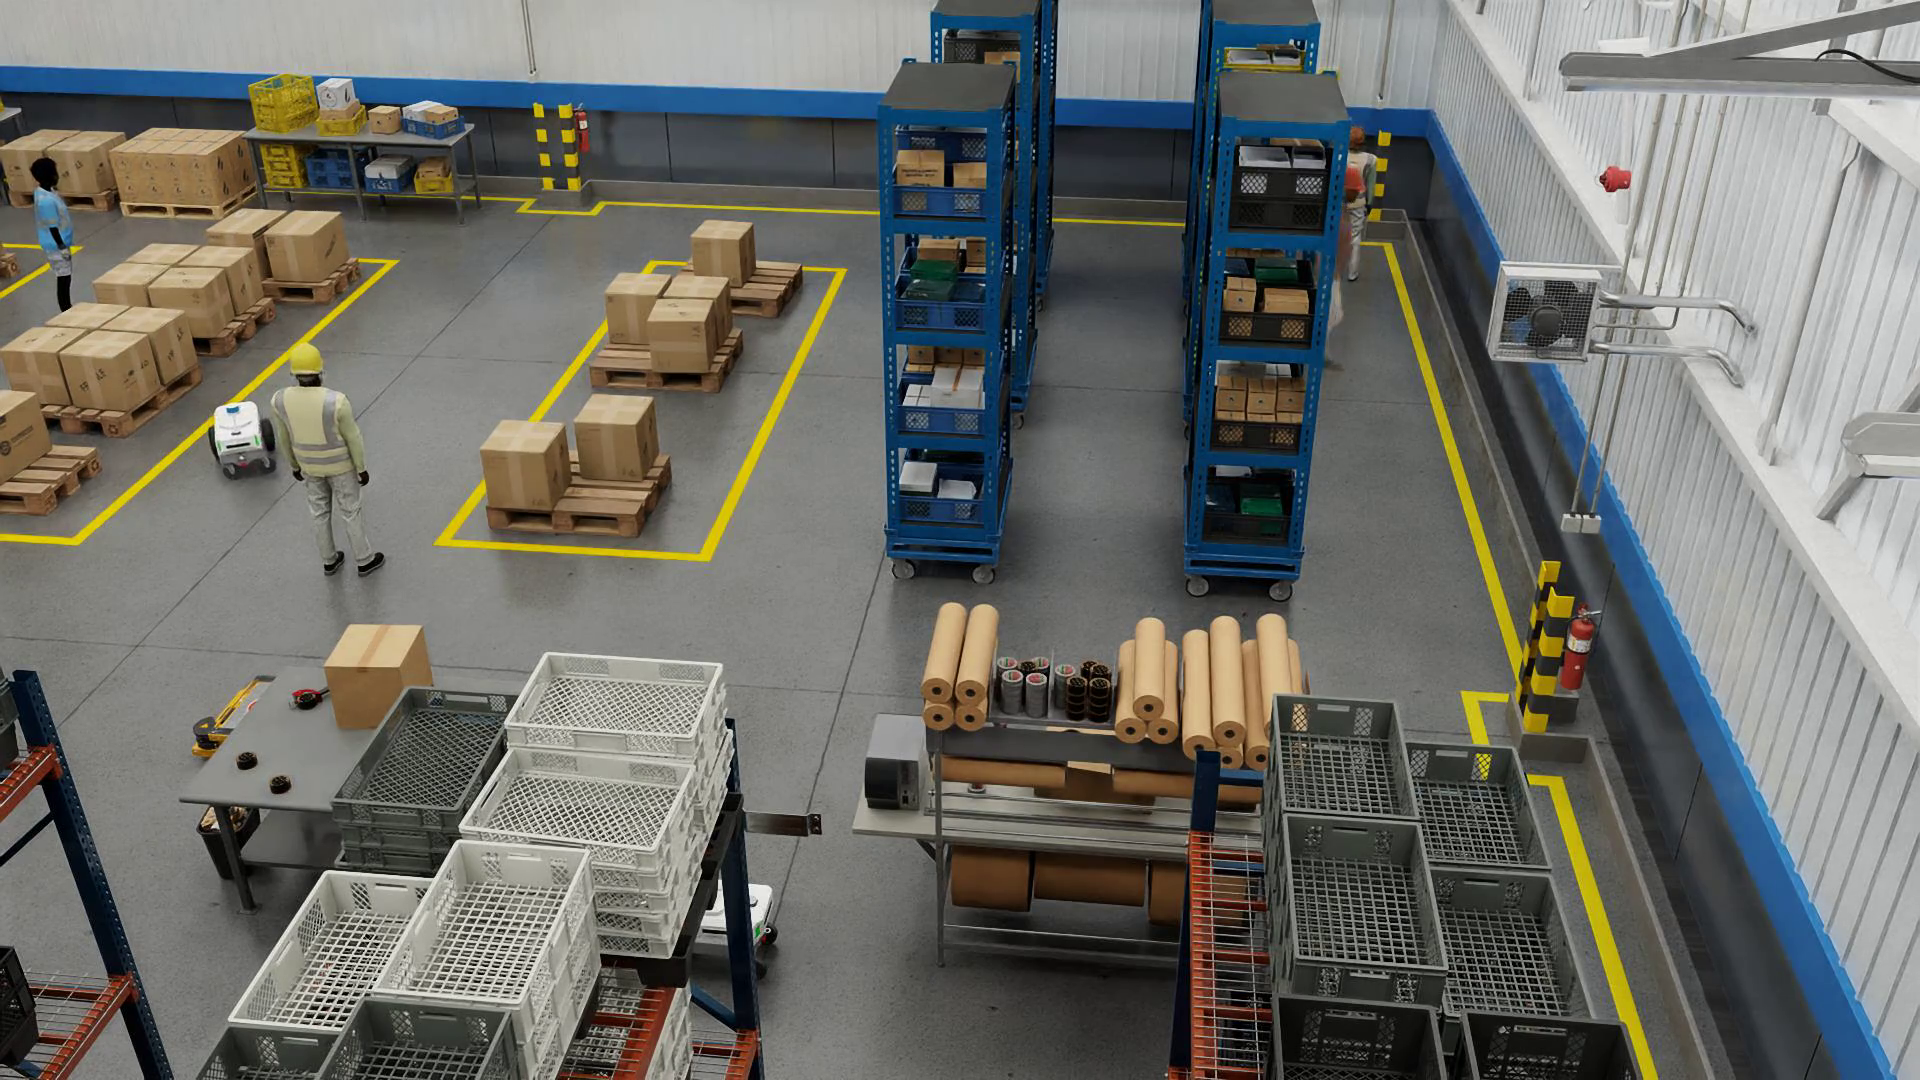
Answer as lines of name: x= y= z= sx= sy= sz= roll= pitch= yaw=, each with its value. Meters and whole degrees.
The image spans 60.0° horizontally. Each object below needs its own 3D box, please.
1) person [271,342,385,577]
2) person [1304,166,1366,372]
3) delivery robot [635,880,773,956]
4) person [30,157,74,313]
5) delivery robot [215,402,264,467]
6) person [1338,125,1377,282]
person: x=-4.591 y=-0.574 z=12.090 sx=0.602 sy=1.830 sz=0.404 roll=3 pitch=30 yaw=5
person: x=3.356 y=-2.463 z=15.200 sx=0.511 sy=1.978 sz=0.614 roll=9 pitch=32 yaw=16
delivery robot: x=-1.361 y=1.987 z=8.863 sx=0.707 sy=0.478 sz=0.477 roll=3 pitch=30 yaw=6
person: x=-8.788 y=-2.888 z=16.211 sx=0.323 sy=1.689 sz=0.535 roll=-13 pitch=33 yaw=-21
delivery robot: x=-6.002 y=-0.904 z=13.829 sx=0.477 sy=0.478 sz=0.707 roll=-11 pitch=32 yaw=-18
person: x=4.028 y=-3.485 z=17.279 sx=0.524 sy=1.639 sz=0.306 roll=3 pitch=30 yaw=5
